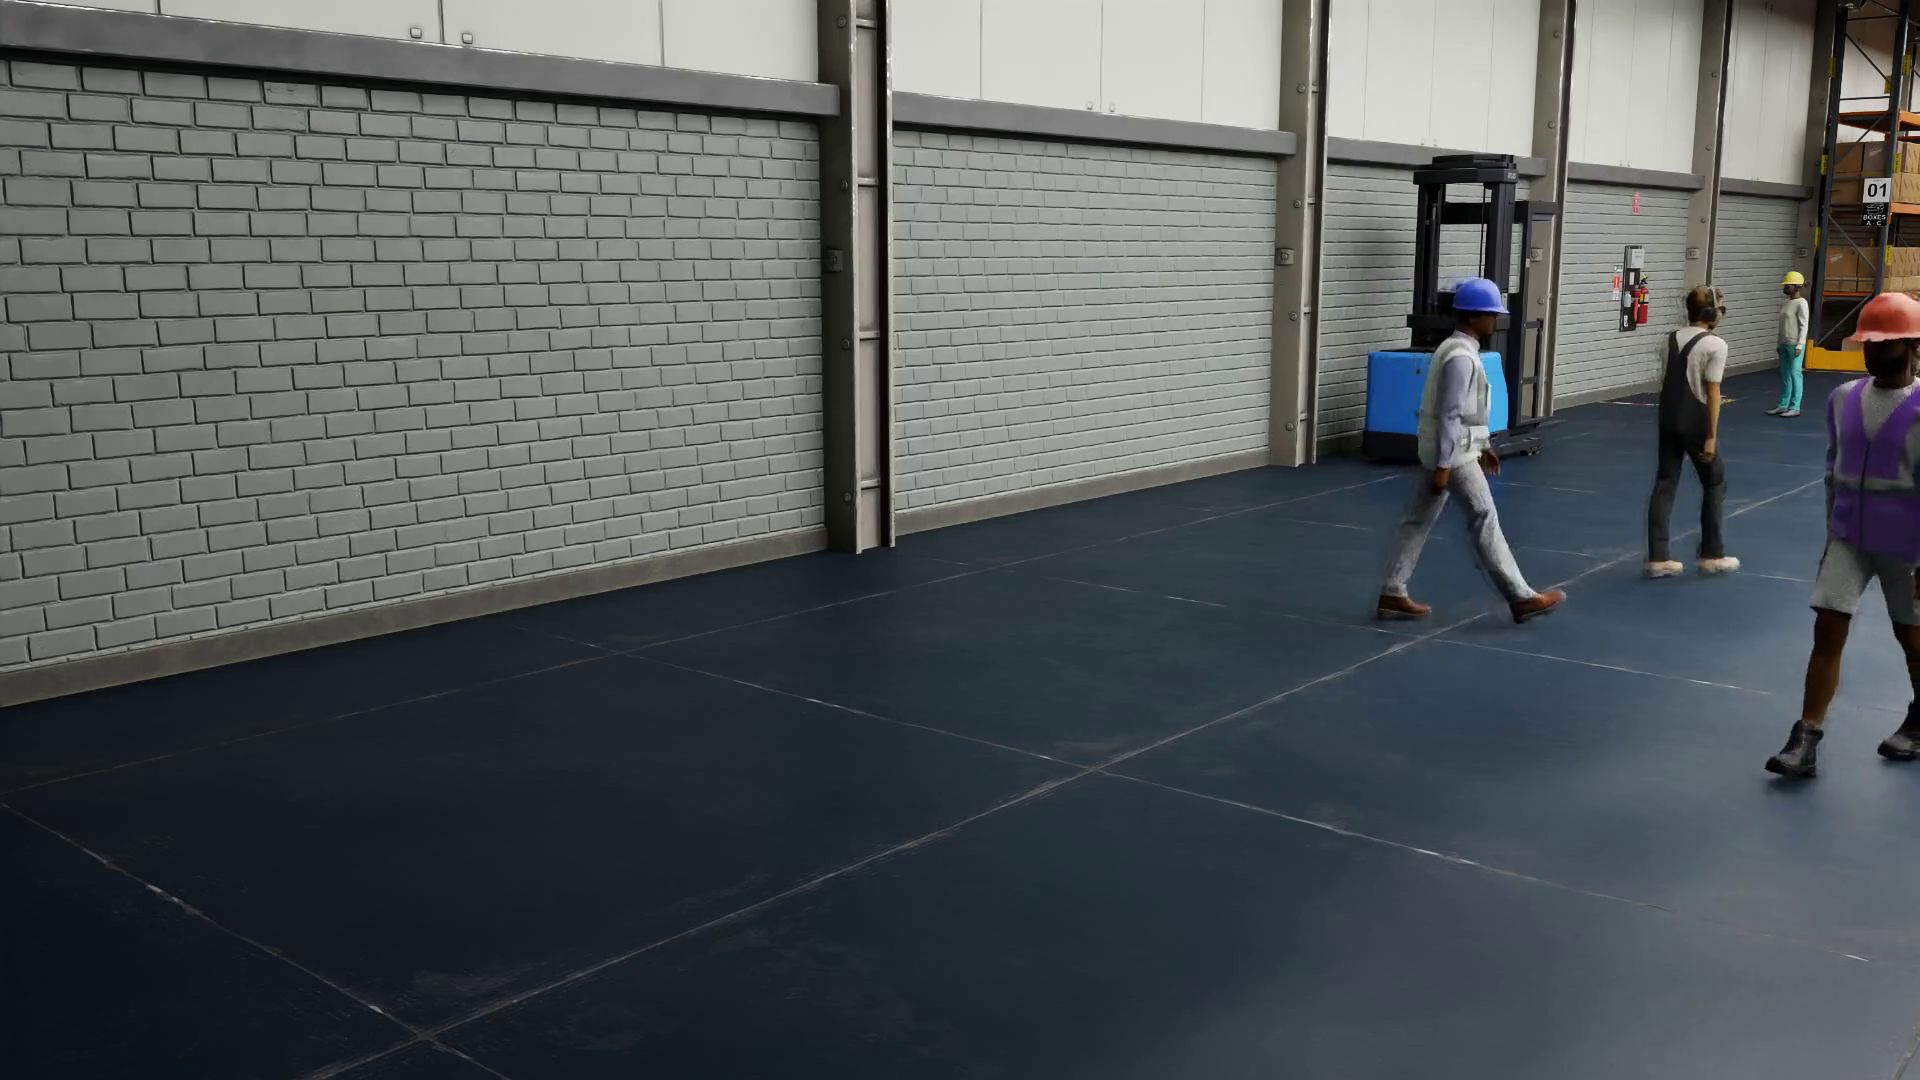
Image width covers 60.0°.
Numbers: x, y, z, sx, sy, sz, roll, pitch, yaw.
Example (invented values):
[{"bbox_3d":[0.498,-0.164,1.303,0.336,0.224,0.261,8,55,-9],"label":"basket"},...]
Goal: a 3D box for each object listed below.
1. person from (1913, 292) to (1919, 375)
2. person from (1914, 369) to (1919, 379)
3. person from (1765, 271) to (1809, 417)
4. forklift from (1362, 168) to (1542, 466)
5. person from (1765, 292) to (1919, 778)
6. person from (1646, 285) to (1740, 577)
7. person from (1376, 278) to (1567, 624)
[{"bbox_3d":[15.759,-3.484,26.979,0.529,1.631,0.315,2,10,12],"label":"person"},{"bbox_3d":[13.863,-3.041,23.442,1.091,1.980,0.628,7,12,34],"label":"person"},{"bbox_3d":[10.165,-2.394,20.371,0.328,1.769,0.525,0,10,0],"label":"person"},{"bbox_3d":[4.875,-2.212,16.287,1.129,2.768,1.873,8,13,40],"label":"forklift"},{"bbox_3d":[3.611,-0.017,6.509,0.986,1.889,0.562,-6,12,-31],"label":"person"},{"bbox_3d":[4.646,-0.684,10.468,0.761,1.816,0.538,-5,11,-26],"label":"person"},{"bbox_3d":[2.802,-0.474,9.097,1.027,1.882,0.605,2,10,9],"label":"person"}]
